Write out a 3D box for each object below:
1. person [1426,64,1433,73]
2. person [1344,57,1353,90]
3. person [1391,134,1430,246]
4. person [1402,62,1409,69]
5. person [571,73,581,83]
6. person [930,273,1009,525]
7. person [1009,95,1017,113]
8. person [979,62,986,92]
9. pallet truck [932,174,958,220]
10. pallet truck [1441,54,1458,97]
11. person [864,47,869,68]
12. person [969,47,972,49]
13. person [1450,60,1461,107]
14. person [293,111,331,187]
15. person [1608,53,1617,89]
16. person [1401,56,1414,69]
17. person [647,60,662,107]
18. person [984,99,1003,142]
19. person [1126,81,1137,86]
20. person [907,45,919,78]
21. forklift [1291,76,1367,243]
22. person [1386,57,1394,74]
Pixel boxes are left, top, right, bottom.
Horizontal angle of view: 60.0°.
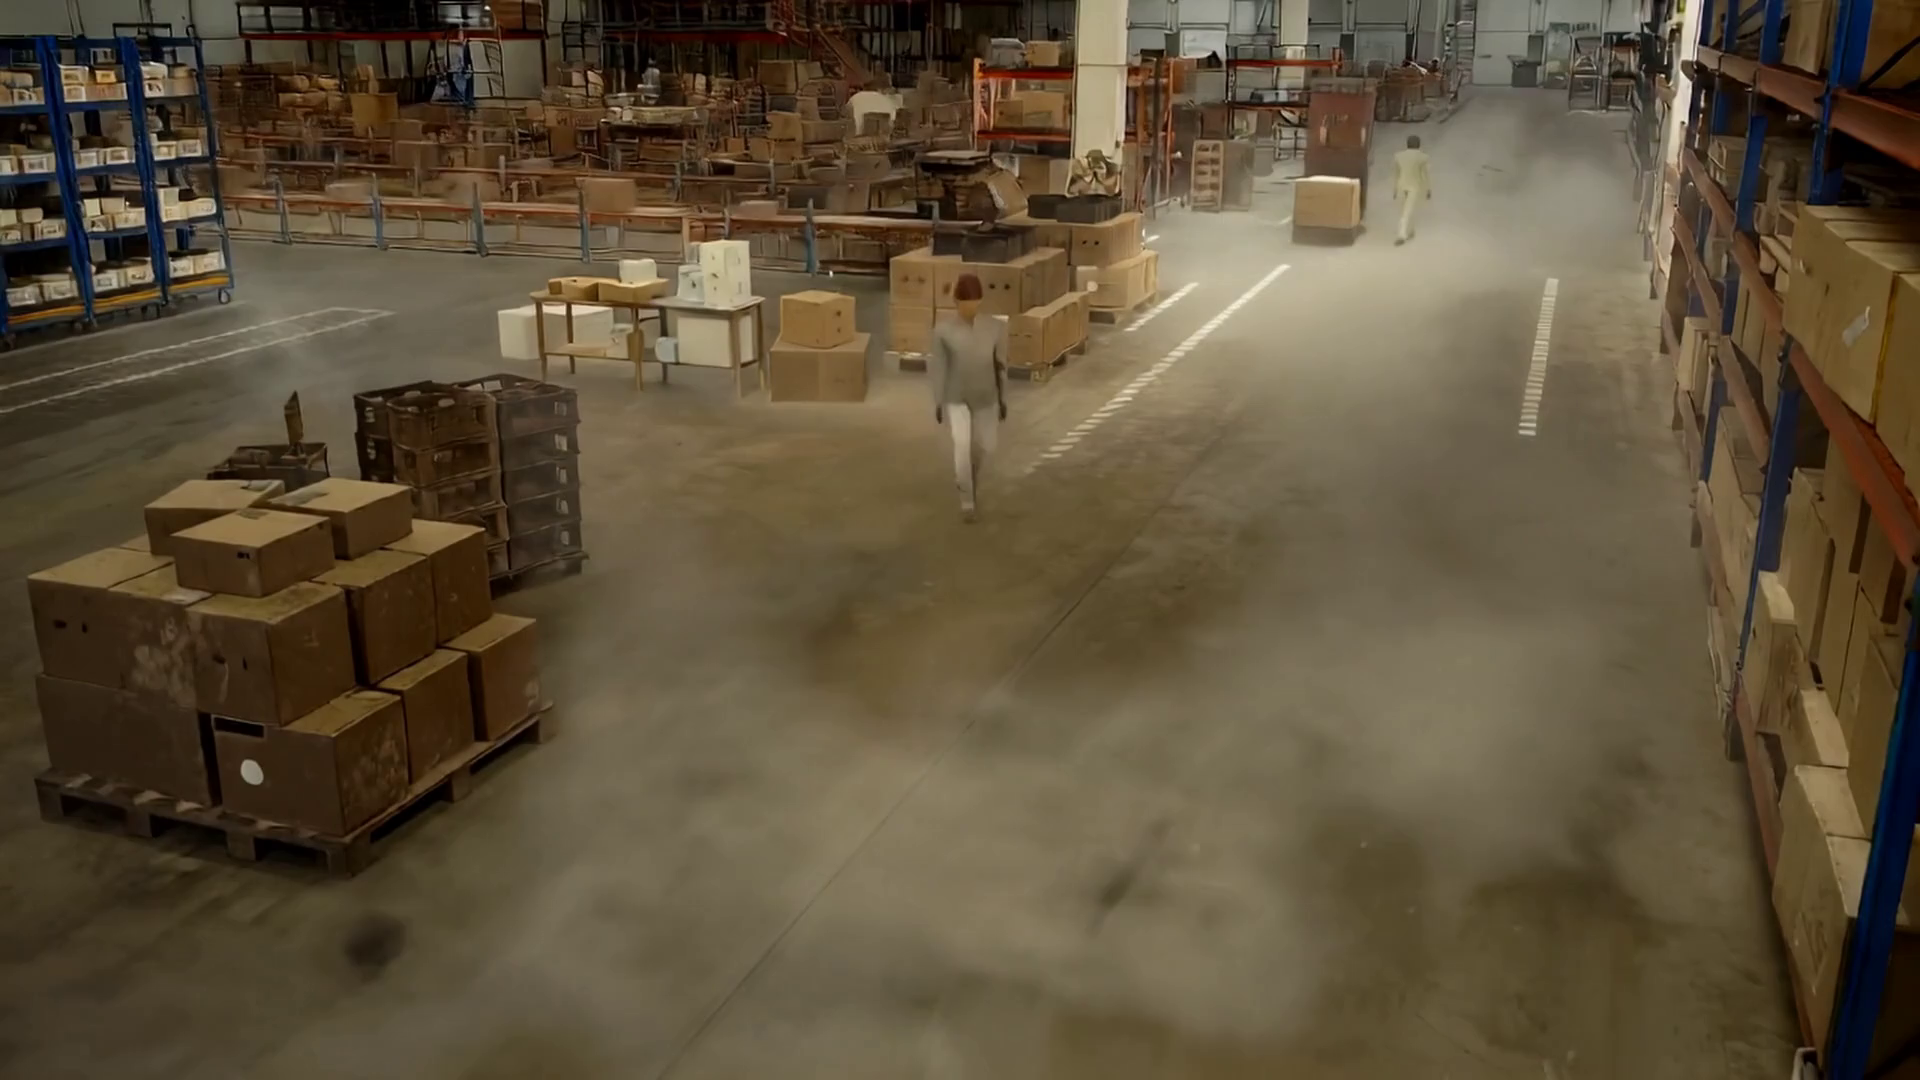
[{"bbox_3d":[19.279,-18.697,68.595,0.842,1.841,0.532,-3,18,-9],"label":"person"},{"bbox_3d":[20.012,-24.007,85.555,0.340,1.668,0.580,0,18,1],"label":"person"},{"bbox_3d":[7.811,-6.075,28.880,0.643,1.888,1.043,13,22,36],"label":"person"},{"bbox_3d":[19.905,-20.506,74.467,0.485,1.730,0.452,-11,21,-30],"label":"person"},{"bbox_3d":[-16.794,-19.976,72.623,0.633,1.859,0.593,11,21,30],"label":"person"},{"bbox_3d":[0.066,-1.167,13.299,0.619,1.975,0.806,-3,18,-9],"label":"person"},{"bbox_3d":[1.598,-11.493,46.223,0.547,1.667,0.756,7,19,22],"label":"person"},{"bbox_3d":[0.833,-17.936,65.947,0.383,1.996,0.609,-2,18,-6],"label":"person"},{"bbox_3d":[-0.507,-5.292,27.348,0.653,1.274,1.630,6,19,19],"label":"pallet truck"},{"bbox_3d":[22.765,-21.886,78.355,0.823,1.965,1.885,-4,18,-14],"label":"pallet truck"},{"bbox_3d":[-5.696,-28.747,100.167,0.429,1.844,0.627,7,19,21],"label":"person"},{"bbox_3d":[0.553,-27.525,96.186,0.376,1.928,0.542,13,22,36],"label":"person"},{"bbox_3d":[20.952,-19.275,70.256,0.373,1.935,0.628,-1,18,-4],"label":"person"},{"bbox_3d":[-14.878,-8.912,38.024,0.877,1.717,0.547,-4,18,-12],"label":"person"},{"bbox_3d":[33.261,-23.889,84.831,0.494,1.886,0.679,-1,18,-2],"label":"person"},{"bbox_3d":[21.364,-22.198,79.591,0.625,1.844,0.429,-3,18,-10],"label":"person"},{"bbox_3d":[-12.338,-18.332,67.129,0.605,2.034,0.397,-10,20,-29],"label":"person"},{"bbox_3d":[0.912,-10.400,42.554,0.592,1.821,0.428,7,19,21],"label":"person"},{"bbox_3d":[6.924,-18.371,67.736,0.536,1.740,0.702,4,18,11],"label":"person"},{"bbox_3d":[-2.891,-29.038,100.886,0.803,1.958,0.646,5,18,14],"label":"person"},{"bbox_3d":[6.598,-6.755,29.381,1.129,2.768,1.873,6,19,19],"label":"forklift"},{"bbox_3d":[19.704,-21.186,76.332,0.424,1.898,0.735,-1,18,-2],"label":"person"}]
